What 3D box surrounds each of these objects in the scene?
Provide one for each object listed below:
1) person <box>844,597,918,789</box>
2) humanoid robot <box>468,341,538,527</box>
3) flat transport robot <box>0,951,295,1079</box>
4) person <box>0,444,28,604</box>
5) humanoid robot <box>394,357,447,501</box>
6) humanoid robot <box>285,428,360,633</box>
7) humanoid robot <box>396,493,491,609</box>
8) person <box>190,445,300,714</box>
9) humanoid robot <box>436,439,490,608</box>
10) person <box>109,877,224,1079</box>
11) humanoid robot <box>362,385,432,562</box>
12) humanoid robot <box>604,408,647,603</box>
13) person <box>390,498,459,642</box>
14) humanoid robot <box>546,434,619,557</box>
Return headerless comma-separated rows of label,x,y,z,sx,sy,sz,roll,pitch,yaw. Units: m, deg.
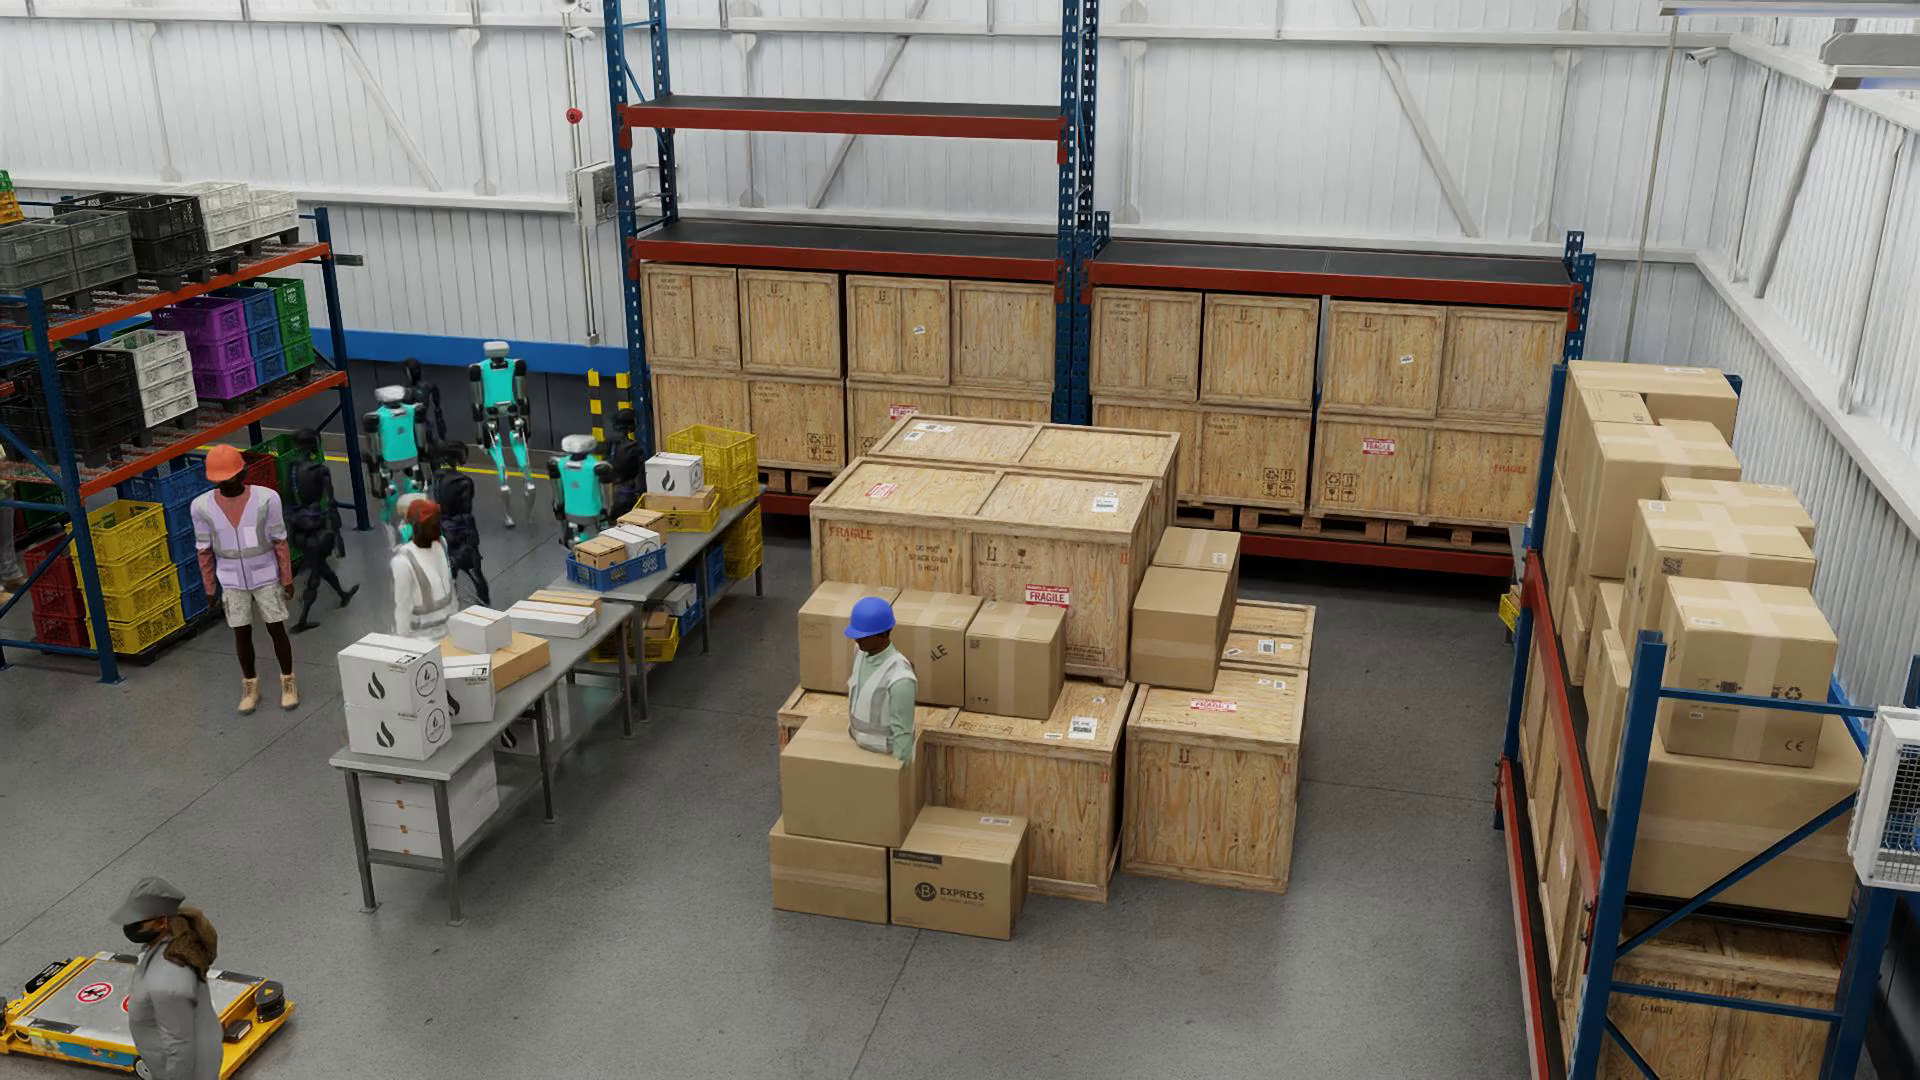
person,-0.459,1.213,9.540,0.412,1.939,0.602,-11,23,-26
humanoid robot,-4.160,-0.913,15.380,0.540,1.799,0.665,-12,24,-29
flat transport robot,-4.270,2.464,8.601,1.431,0.231,0.659,5,22,13
person,-8.087,-0.390,13.862,0.429,1.841,0.636,1,21,2
humanoid robot,-5.008,-0.896,15.437,0.336,1.650,0.604,16,26,36
humanoid robot,-5.183,-0.116,13.424,0.609,1.619,0.772,12,24,28
humanoid robot,-3.460,0.464,11.754,0.855,1.736,0.559,-8,22,-21
person,-5.077,0.285,11.845,0.608,2.031,0.405,-5,22,-13
humanoid robot,-3.937,0.003,13.097,0.670,1.644,0.587,-18,28,-40
person,-3.315,2.216,7.145,0.397,1.769,0.569,-9,23,-22
humanoid robot,-4.865,-0.493,14.316,0.530,1.812,0.662,-16,26,-36
humanoid robot,-2.768,-0.318,13.957,0.601,1.624,0.765,18,27,39
person,-3.527,0.614,11.195,0.421,1.872,0.603,4,21,11
humanoid robot,-2.830,-0.096,13.269,0.546,1.761,0.973,5,21,12
